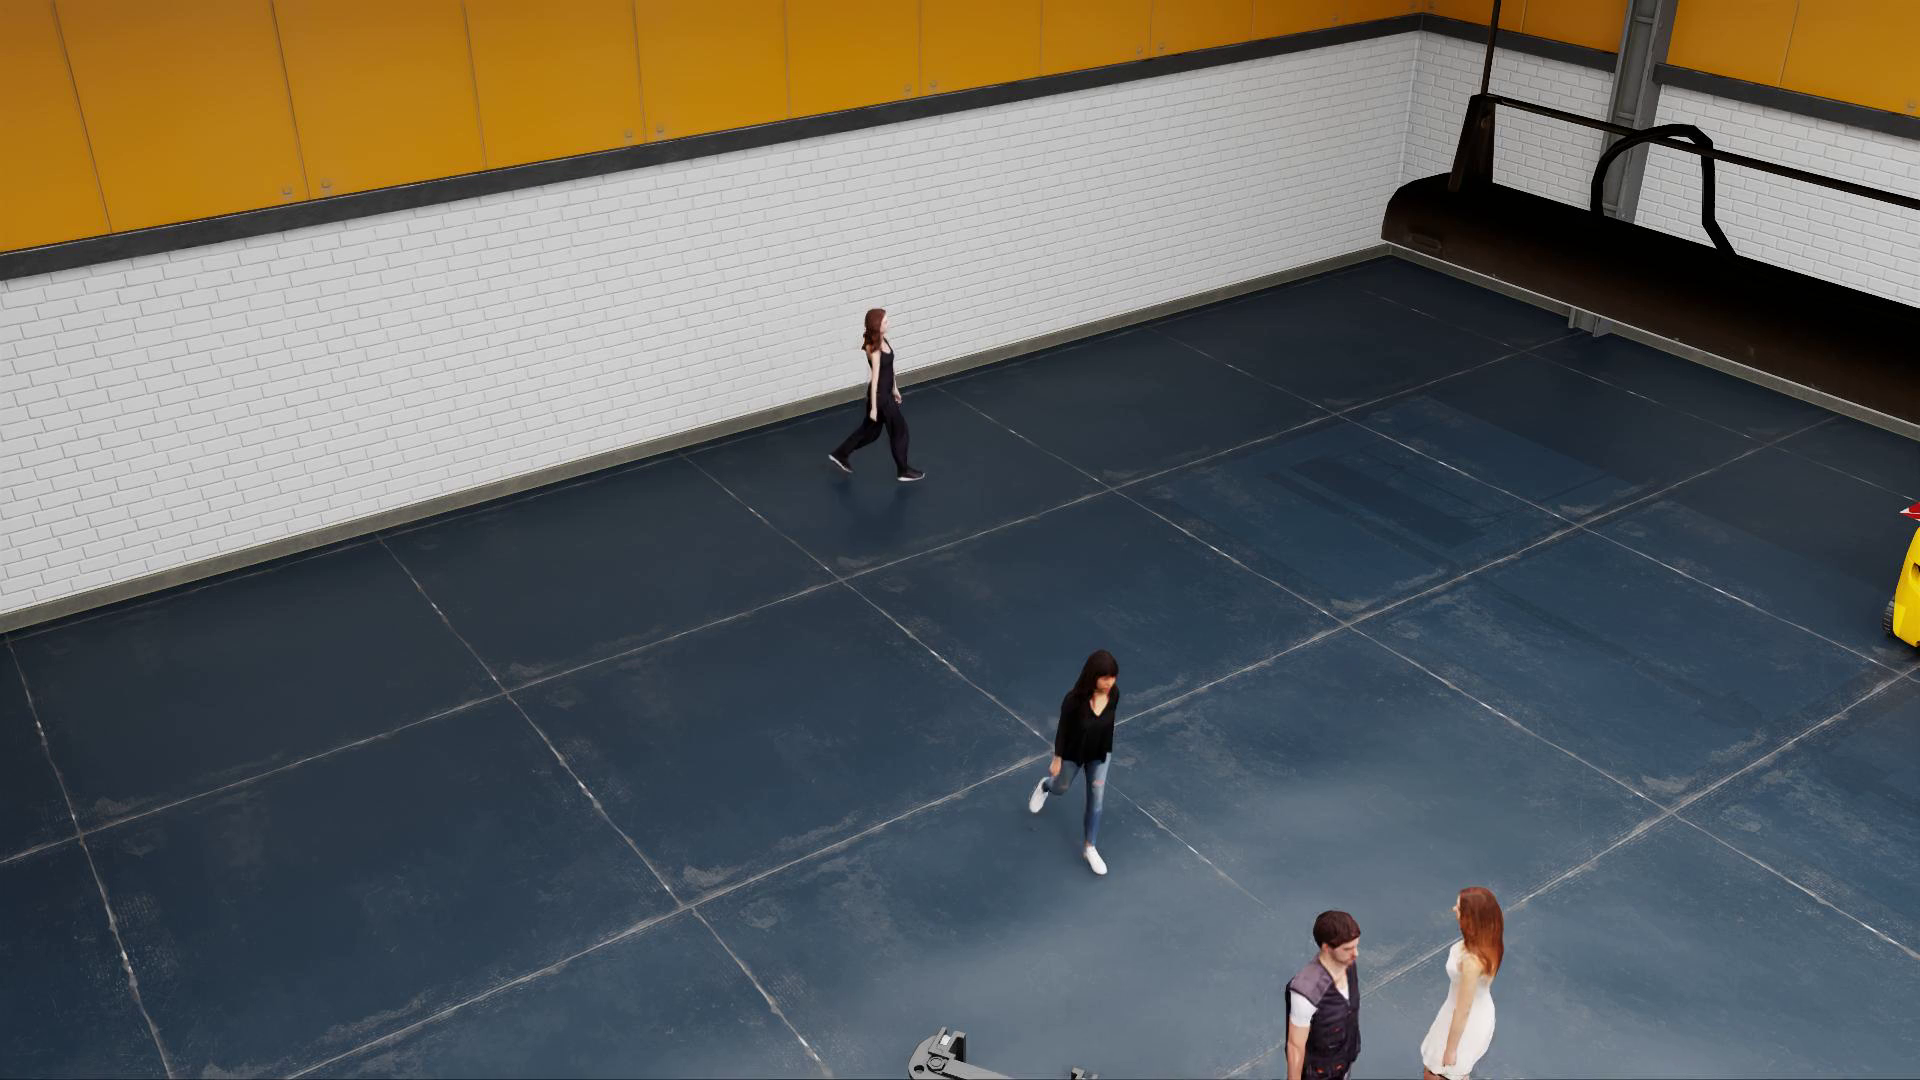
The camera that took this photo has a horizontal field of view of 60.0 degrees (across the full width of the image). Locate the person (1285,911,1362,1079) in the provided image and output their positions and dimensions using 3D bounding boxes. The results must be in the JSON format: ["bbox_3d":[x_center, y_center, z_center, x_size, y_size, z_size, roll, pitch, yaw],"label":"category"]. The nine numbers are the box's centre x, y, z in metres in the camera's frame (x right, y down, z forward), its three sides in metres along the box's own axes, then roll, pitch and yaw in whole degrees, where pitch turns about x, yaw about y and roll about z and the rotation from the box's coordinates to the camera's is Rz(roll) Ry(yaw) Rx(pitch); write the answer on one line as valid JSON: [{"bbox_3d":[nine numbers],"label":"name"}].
[{"bbox_3d":[1.700,2.538,8.282,0.927,1.834,0.773,21,35,34],"label":"person"}]

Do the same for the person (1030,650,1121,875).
[{"bbox_3d":[0.768,1.324,10.744,0.798,1.608,1.113,-8,30,-14],"label":"person"}]

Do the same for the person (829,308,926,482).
[{"bbox_3d":[-0.834,-1.340,15.518,1.113,1.712,1.129,2,29,3],"label":"person"}]

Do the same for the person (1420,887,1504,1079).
[{"bbox_3d":[2.665,2.504,8.492,0.845,1.693,0.733,17,33,28],"label":"person"}]
